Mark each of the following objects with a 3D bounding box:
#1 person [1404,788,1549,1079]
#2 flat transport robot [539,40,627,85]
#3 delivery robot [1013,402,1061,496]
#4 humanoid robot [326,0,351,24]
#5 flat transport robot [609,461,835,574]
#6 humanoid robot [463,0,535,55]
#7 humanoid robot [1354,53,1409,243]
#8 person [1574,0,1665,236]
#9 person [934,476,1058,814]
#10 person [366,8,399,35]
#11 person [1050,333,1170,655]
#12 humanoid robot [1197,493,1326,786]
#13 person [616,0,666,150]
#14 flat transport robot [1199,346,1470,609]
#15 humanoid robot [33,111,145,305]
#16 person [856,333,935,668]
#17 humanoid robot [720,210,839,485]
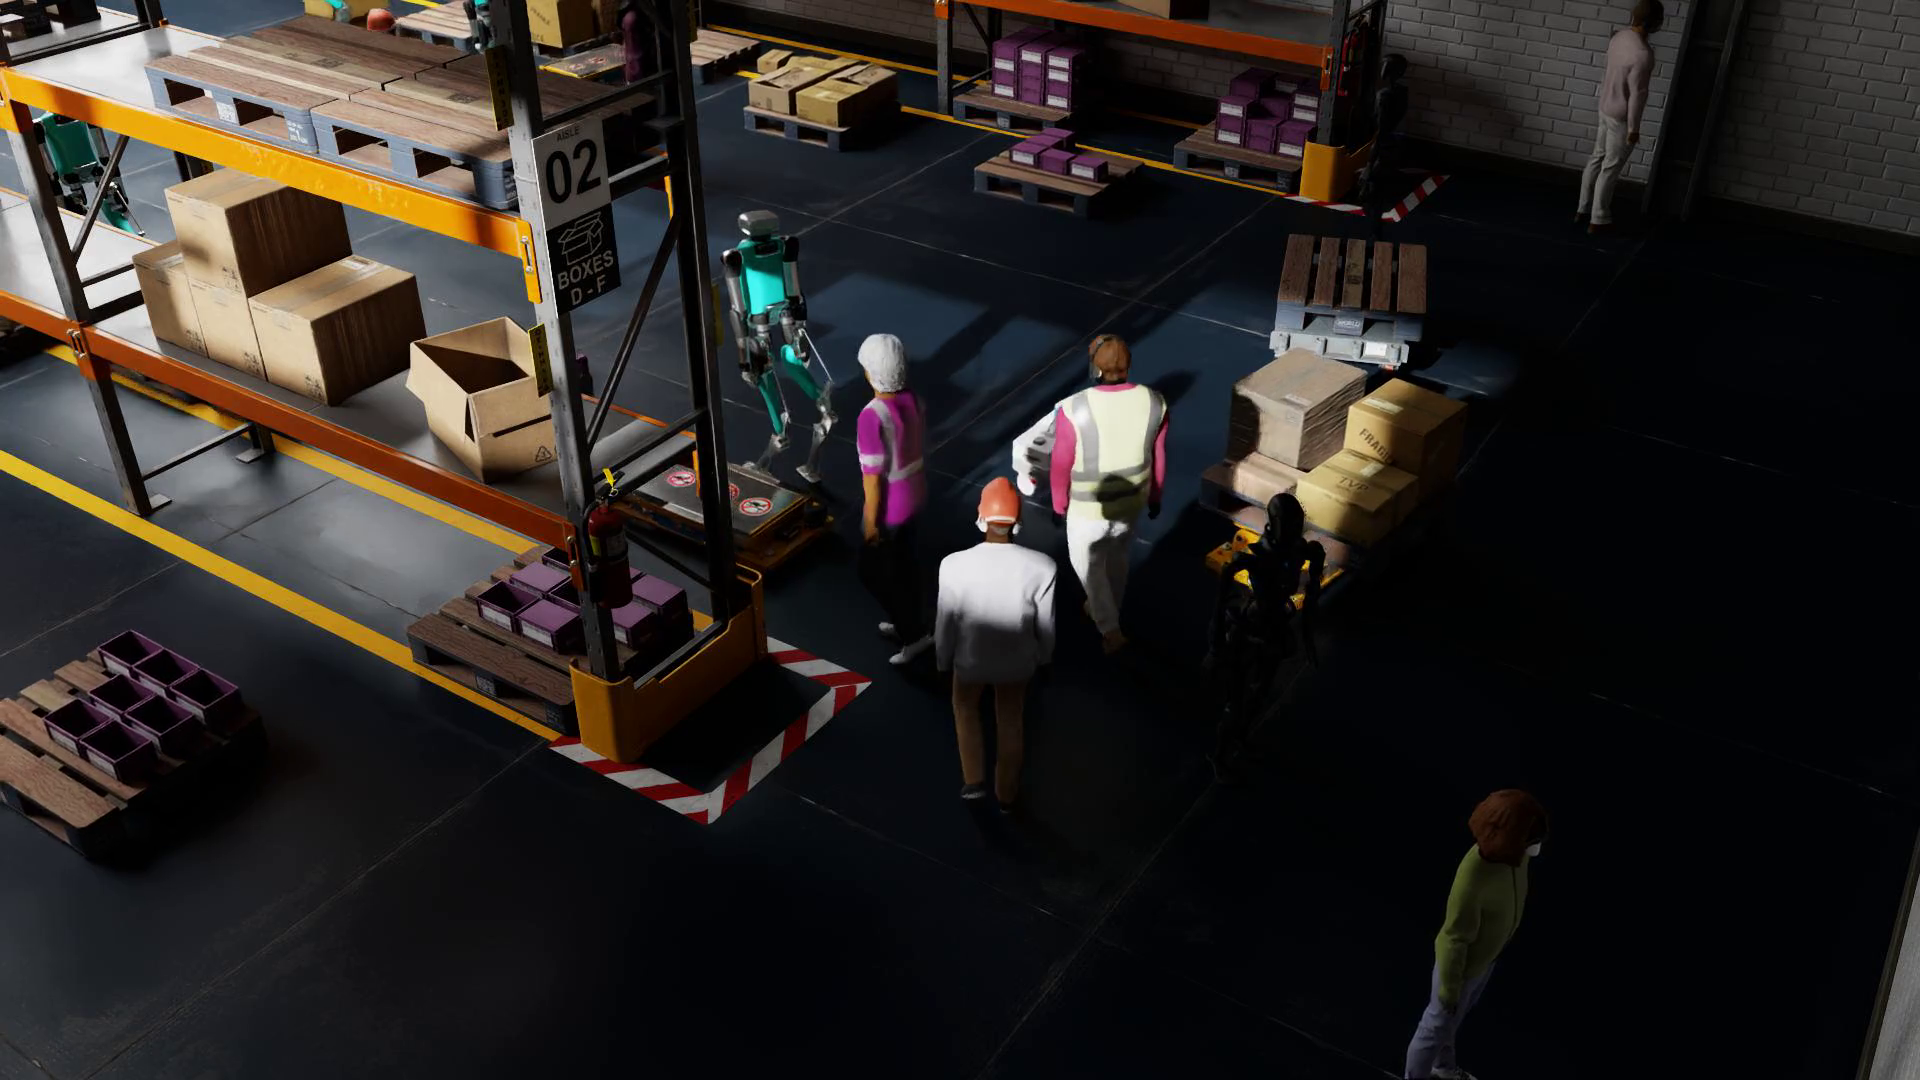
[{"bbox_3d":[1.927,1.559,6.222,0.280,1.632,0.500,25,41,33],"label":"person"},{"bbox_3d":[-3.752,-4.960,17.496,0.659,0.231,1.431,24,40,32],"label":"flat transport robot"},{"bbox_3d":[0.663,-0.597,10.530,0.515,0.595,0.767,21,39,29],"label":"delivery robot"},{"bbox_3d":[-6.900,-6.109,17.936,0.821,1.802,0.586,-14,35,-20],"label":"humanoid robot"},{"bbox_3d":[-1.533,-0.220,10.212,1.431,0.231,0.659,20,38,28],"label":"flat transport robot"},{"bbox_3d":[-4.335,-4.804,15.949,0.862,1.779,0.554,28,42,36],"label":"humanoid robot"},{"bbox_3d":[3.366,-3.040,13.254,0.359,1.654,0.587,14,36,21],"label":"humanoid robot"},{"bbox_3d":[5.440,-3.483,13.698,0.352,1.936,0.634,-2,33,-3],"label":"person"},{"bbox_3d":[0.161,0.510,7.759,0.572,1.715,0.478,-3,33,-5],"label":"person"},{"bbox_3d":[-4.823,-3.639,14.141,0.889,1.704,0.584,-2,33,-4],"label":"person"},{"bbox_3d":[0.802,-0.193,8.753,0.646,1.816,0.594,-13,35,-19],"label":"person"},{"bbox_3d":[1.411,0.442,7.920,0.600,1.639,0.449,-10,34,-15],"label":"humanoid robot"},{"bbox_3d":[-2.733,-4.064,14.603,0.453,1.930,0.506,12,35,18],"label":"person"},{"bbox_3d":[2.162,-0.078,9.992,0.659,0.231,1.431,27,42,35],"label":"flat transport robot"},{"bbox_3d":[-6.246,-2.429,12.138,0.735,1.677,0.533,24,40,32],"label":"humanoid robot"},{"bbox_3d":[-0.313,-0.193,8.751,0.600,1.815,0.567,20,38,28],"label":"person"},{"bbox_3d":[-1.020,-1.077,10.199,0.556,1.762,0.868,-25,41,-33],"label":"humanoid robot"}]
